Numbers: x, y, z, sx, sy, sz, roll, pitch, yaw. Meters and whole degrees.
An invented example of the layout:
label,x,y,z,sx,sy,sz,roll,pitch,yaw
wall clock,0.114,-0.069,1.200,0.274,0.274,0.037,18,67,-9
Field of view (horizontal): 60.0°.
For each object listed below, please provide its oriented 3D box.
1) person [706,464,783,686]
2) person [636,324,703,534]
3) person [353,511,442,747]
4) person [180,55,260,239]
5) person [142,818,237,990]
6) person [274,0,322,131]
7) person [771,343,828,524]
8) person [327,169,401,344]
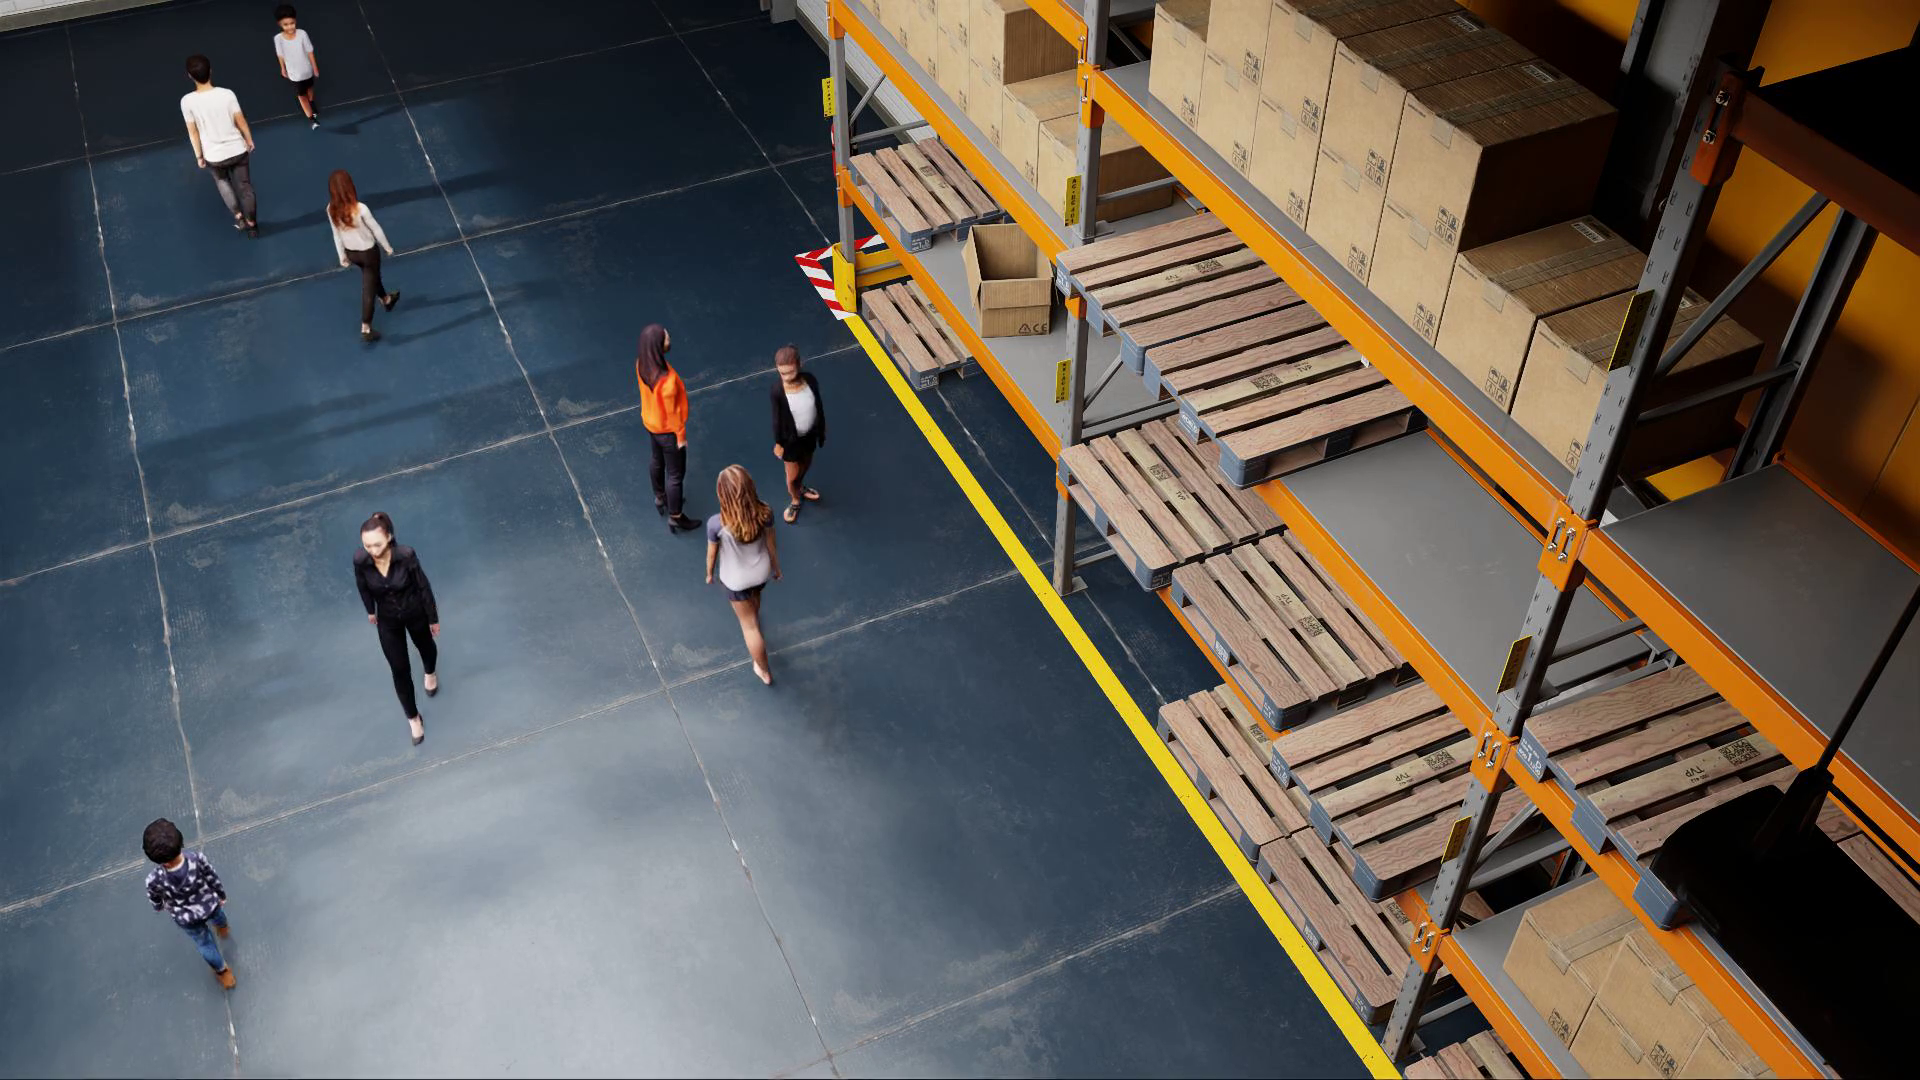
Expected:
label,x,y,z,sx,sy,sz,roll,pitch,yaw
person,-1.351,0.282,10.765,0.666,1.701,0.983,-22,48,-21
person,-2.115,-0.804,11.873,0.695,1.745,0.518,-22,48,-22
person,-3.540,0.440,10.609,0.748,1.687,0.958,-7,44,-8
person,-6.473,-3.415,14.637,0.644,1.713,0.562,-19,47,-19
person,-4.253,2.056,9.248,0.624,1.225,0.829,-31,51,-28
person,-6.503,-4.680,16.325,0.516,1.216,0.879,-18,47,-18
person,-1.166,-0.799,12.023,0.591,1.531,0.644,-33,53,-30
person,-4.929,-2.305,13.661,0.927,1.452,1.043,10,44,10
